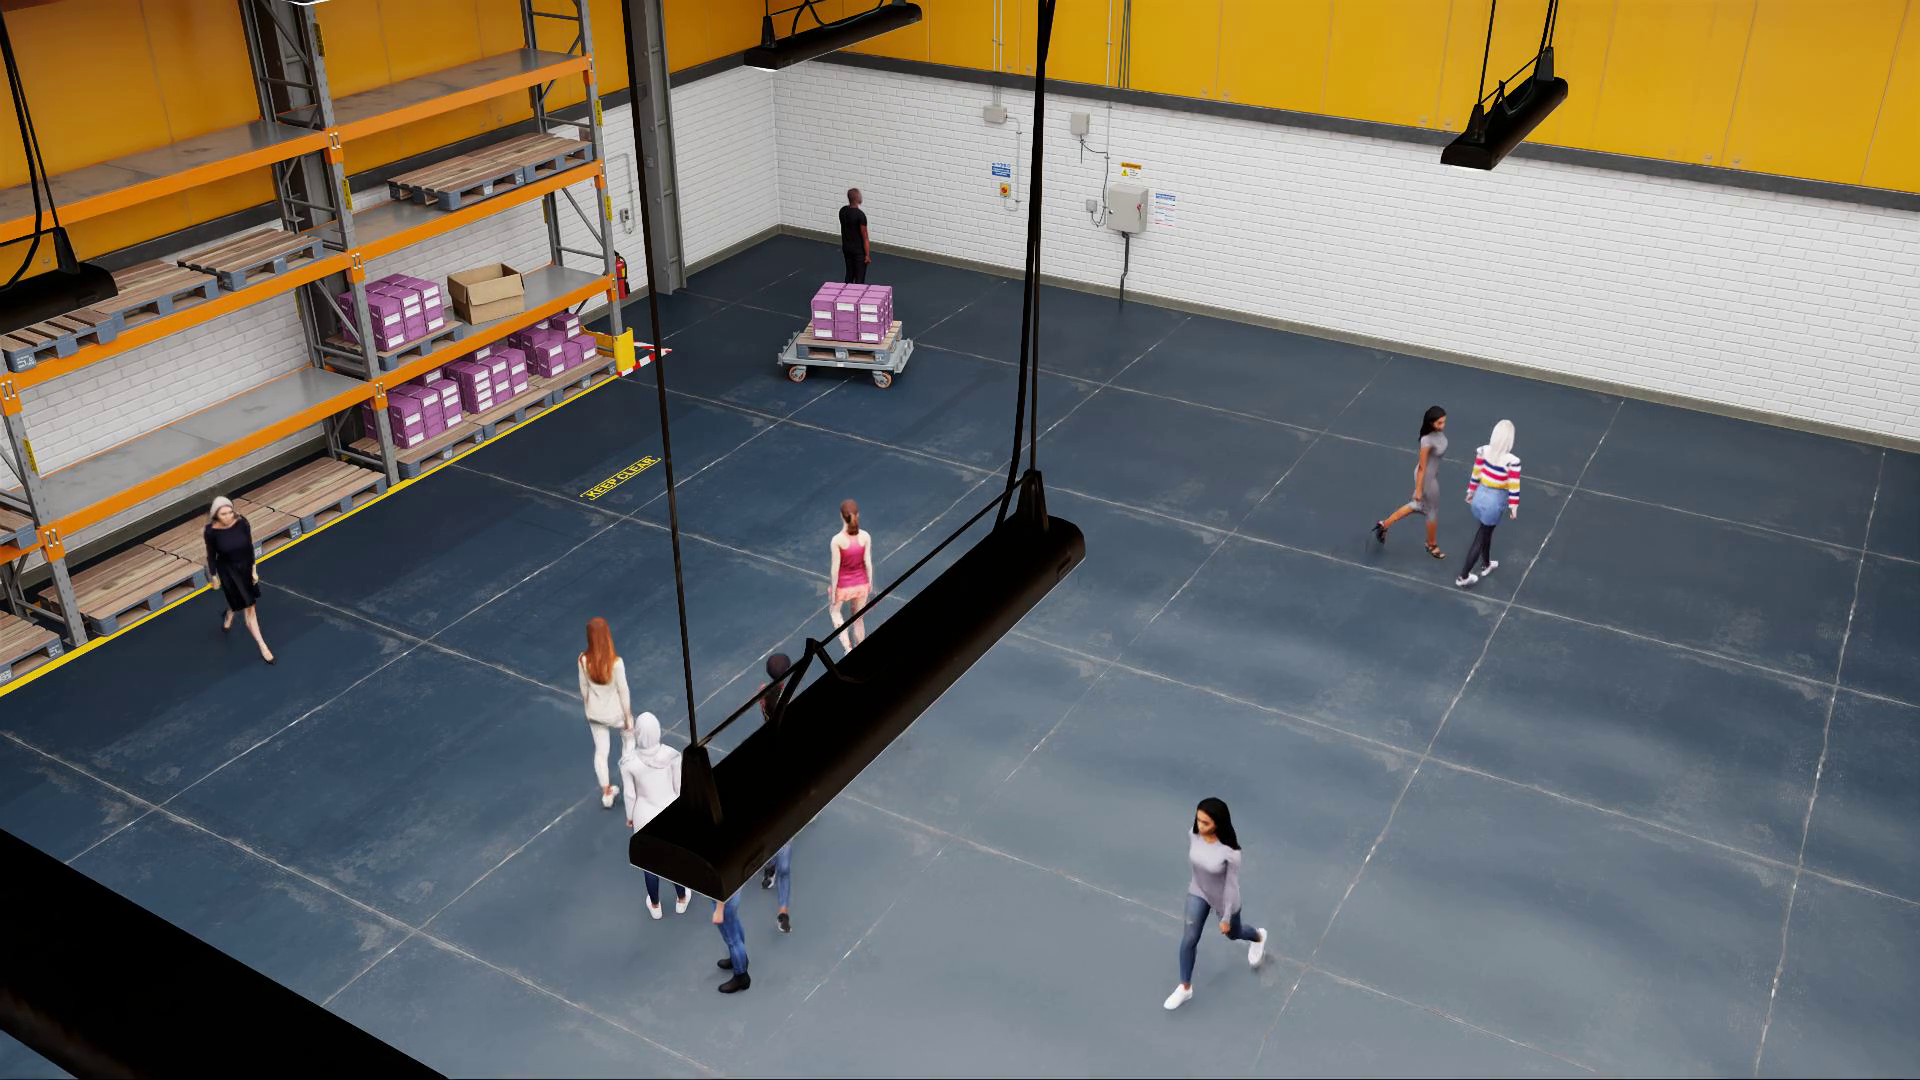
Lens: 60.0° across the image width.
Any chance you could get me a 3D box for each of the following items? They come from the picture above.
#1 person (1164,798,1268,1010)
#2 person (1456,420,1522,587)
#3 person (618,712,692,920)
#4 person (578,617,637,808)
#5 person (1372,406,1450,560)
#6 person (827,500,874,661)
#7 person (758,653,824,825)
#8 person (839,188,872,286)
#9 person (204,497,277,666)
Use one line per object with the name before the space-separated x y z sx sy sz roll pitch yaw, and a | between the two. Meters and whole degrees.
person | 1.850 2.480 11.644 1.253 1.687 0.832 -26 38 -38
person | 5.248 -0.327 16.701 1.010 1.773 0.895 -18 33 -30
person | -2.246 2.048 12.342 0.683 1.777 0.733 -6 29 -11
person | -2.898 1.453 13.523 0.745 1.691 0.833 7 29 12
person | 4.737 -0.594 17.220 0.819 1.745 0.973 9 30 17
person | -0.986 0.467 15.281 0.715 1.739 0.777 -11 31 -19
person | -1.460 1.724 13.011 0.671 1.705 1.165 11 31 20
person | -1.487 -4.077 23.528 0.717 1.818 0.633 25 37 38
person | -6.809 0.332 15.575 1.150 1.693 0.812 -25 37 -38
